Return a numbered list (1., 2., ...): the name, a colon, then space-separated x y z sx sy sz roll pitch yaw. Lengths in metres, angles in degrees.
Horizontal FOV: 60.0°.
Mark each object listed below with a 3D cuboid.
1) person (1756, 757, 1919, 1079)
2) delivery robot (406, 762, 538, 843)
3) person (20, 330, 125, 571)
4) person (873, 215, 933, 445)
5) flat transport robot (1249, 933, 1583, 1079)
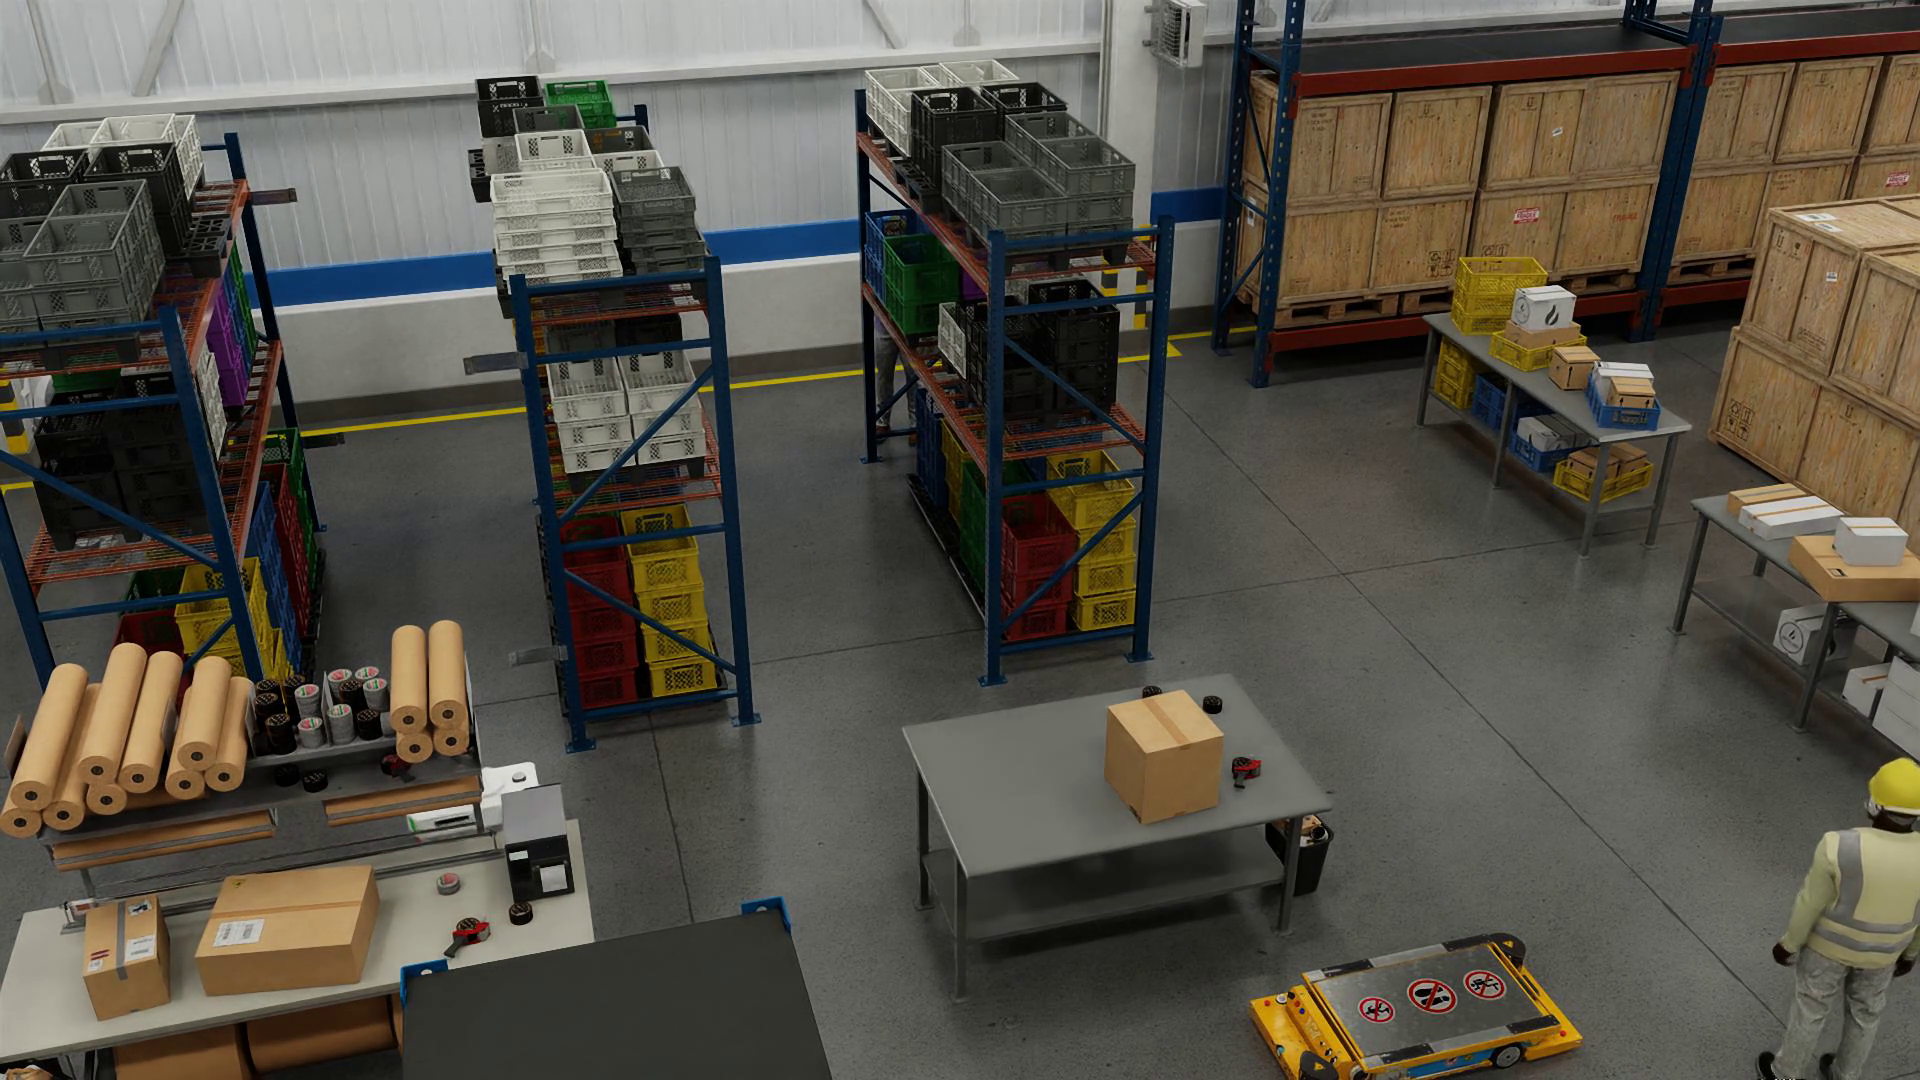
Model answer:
1. person: 3.943 1.749 7.356 0.604 1.825 0.404 2 29 4
2. delivery robot: -2.672 1.439 9.128 0.707 0.478 0.477 -9 30 -16
3. person: -6.285 -0.657 11.665 0.579 1.884 0.352 18 33 29
4. person: -0.494 -1.703 13.514 0.629 1.940 0.373 4 29 7
5. flat transport robot: 2.184 2.282 7.980 1.431 0.197 0.652 -8 30 -14
